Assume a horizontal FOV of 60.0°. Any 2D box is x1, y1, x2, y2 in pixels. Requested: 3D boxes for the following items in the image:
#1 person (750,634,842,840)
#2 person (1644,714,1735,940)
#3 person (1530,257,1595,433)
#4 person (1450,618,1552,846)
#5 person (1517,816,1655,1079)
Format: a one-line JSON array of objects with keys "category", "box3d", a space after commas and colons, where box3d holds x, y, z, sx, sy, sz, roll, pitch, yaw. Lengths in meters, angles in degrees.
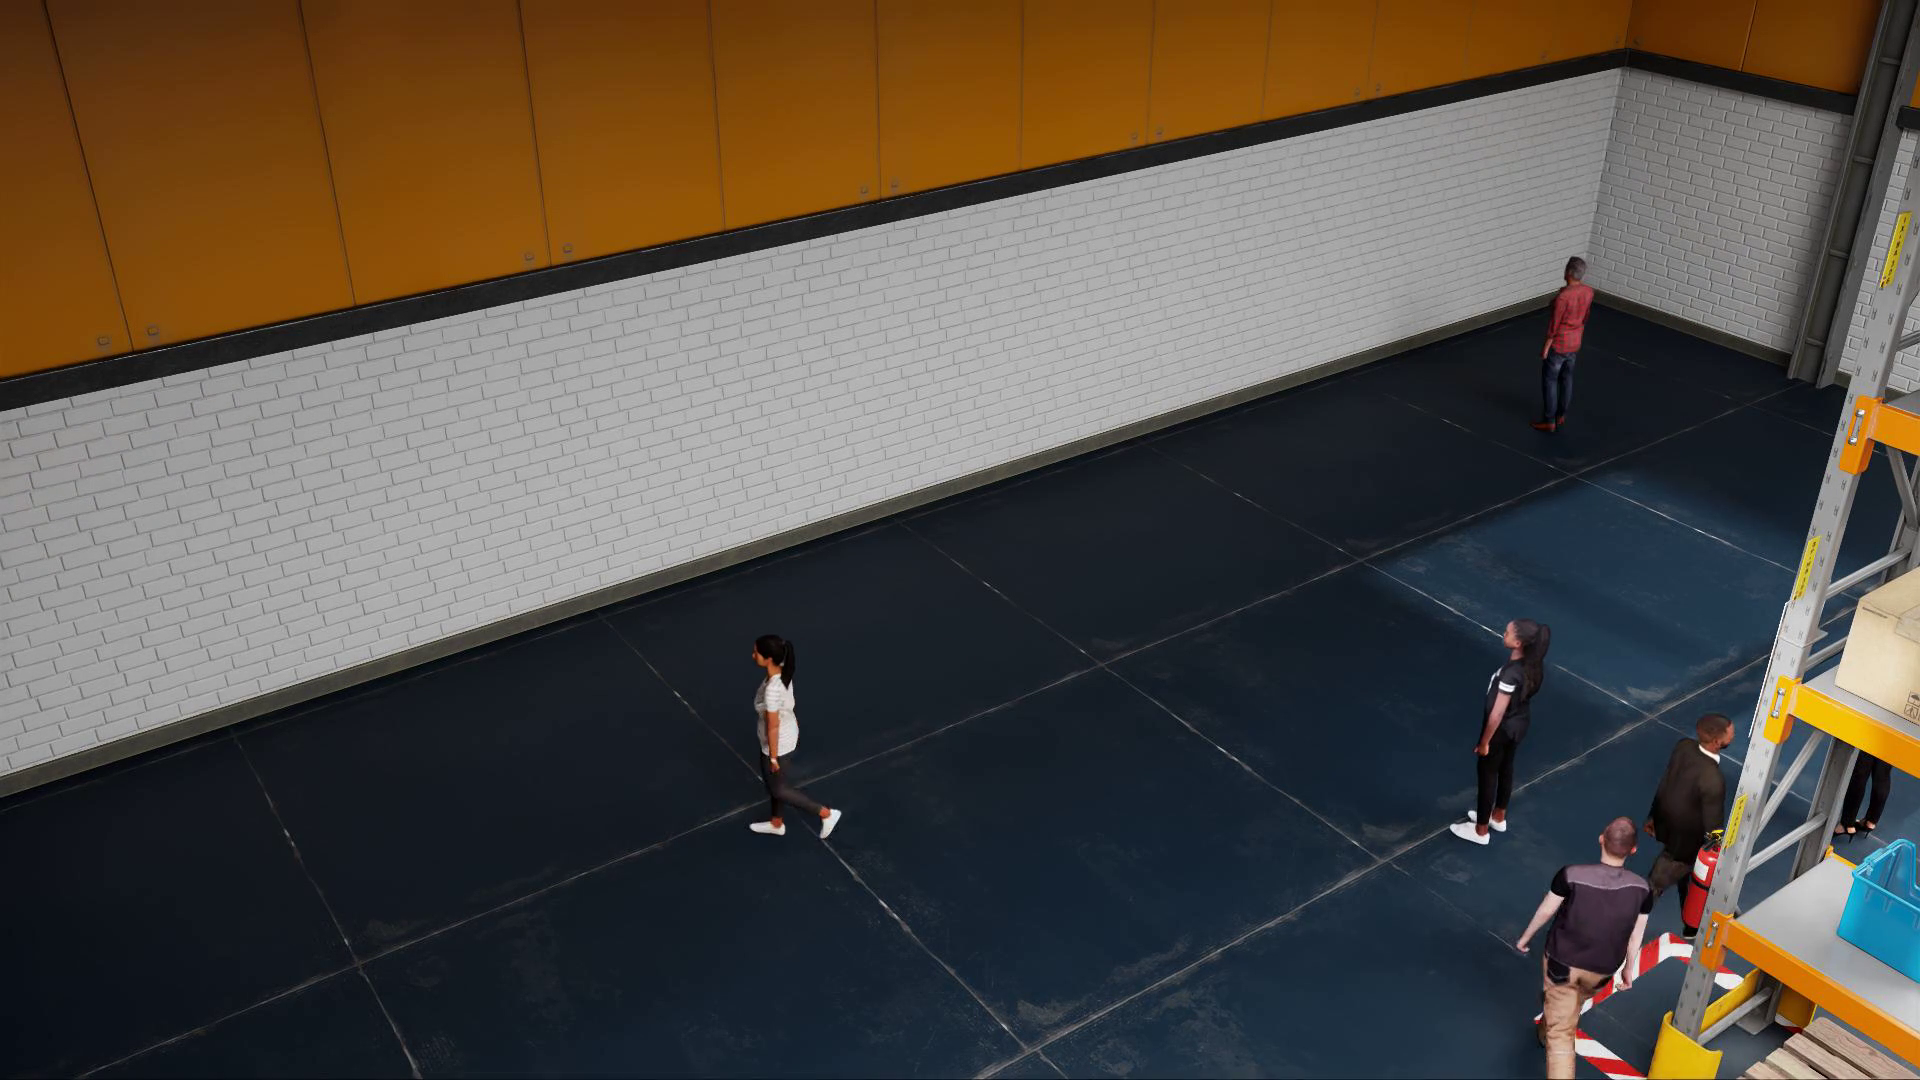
[{"category": "person", "box3d": [-1.128, 1.347, 11.107, 0.946, 1.627, 0.916, 3, 29, 5]}, {"category": "person", "box3d": [4.281, 1.833, 10.086, 1.180, 1.753, 1.243, -1, 29, -3]}, {"category": "person", "box3d": [6.198, -2.016, 17.048, 0.718, 1.843, 0.655, -14, 32, -25]}, {"category": "person", "box3d": [3.671, 1.263, 11.154, 0.694, 1.730, 0.679, 21, 35, 33]}, {"category": "person", "box3d": [3.401, 2.370, 9.064, 1.271, 1.789, 1.327, 3, 29, 6]}]
